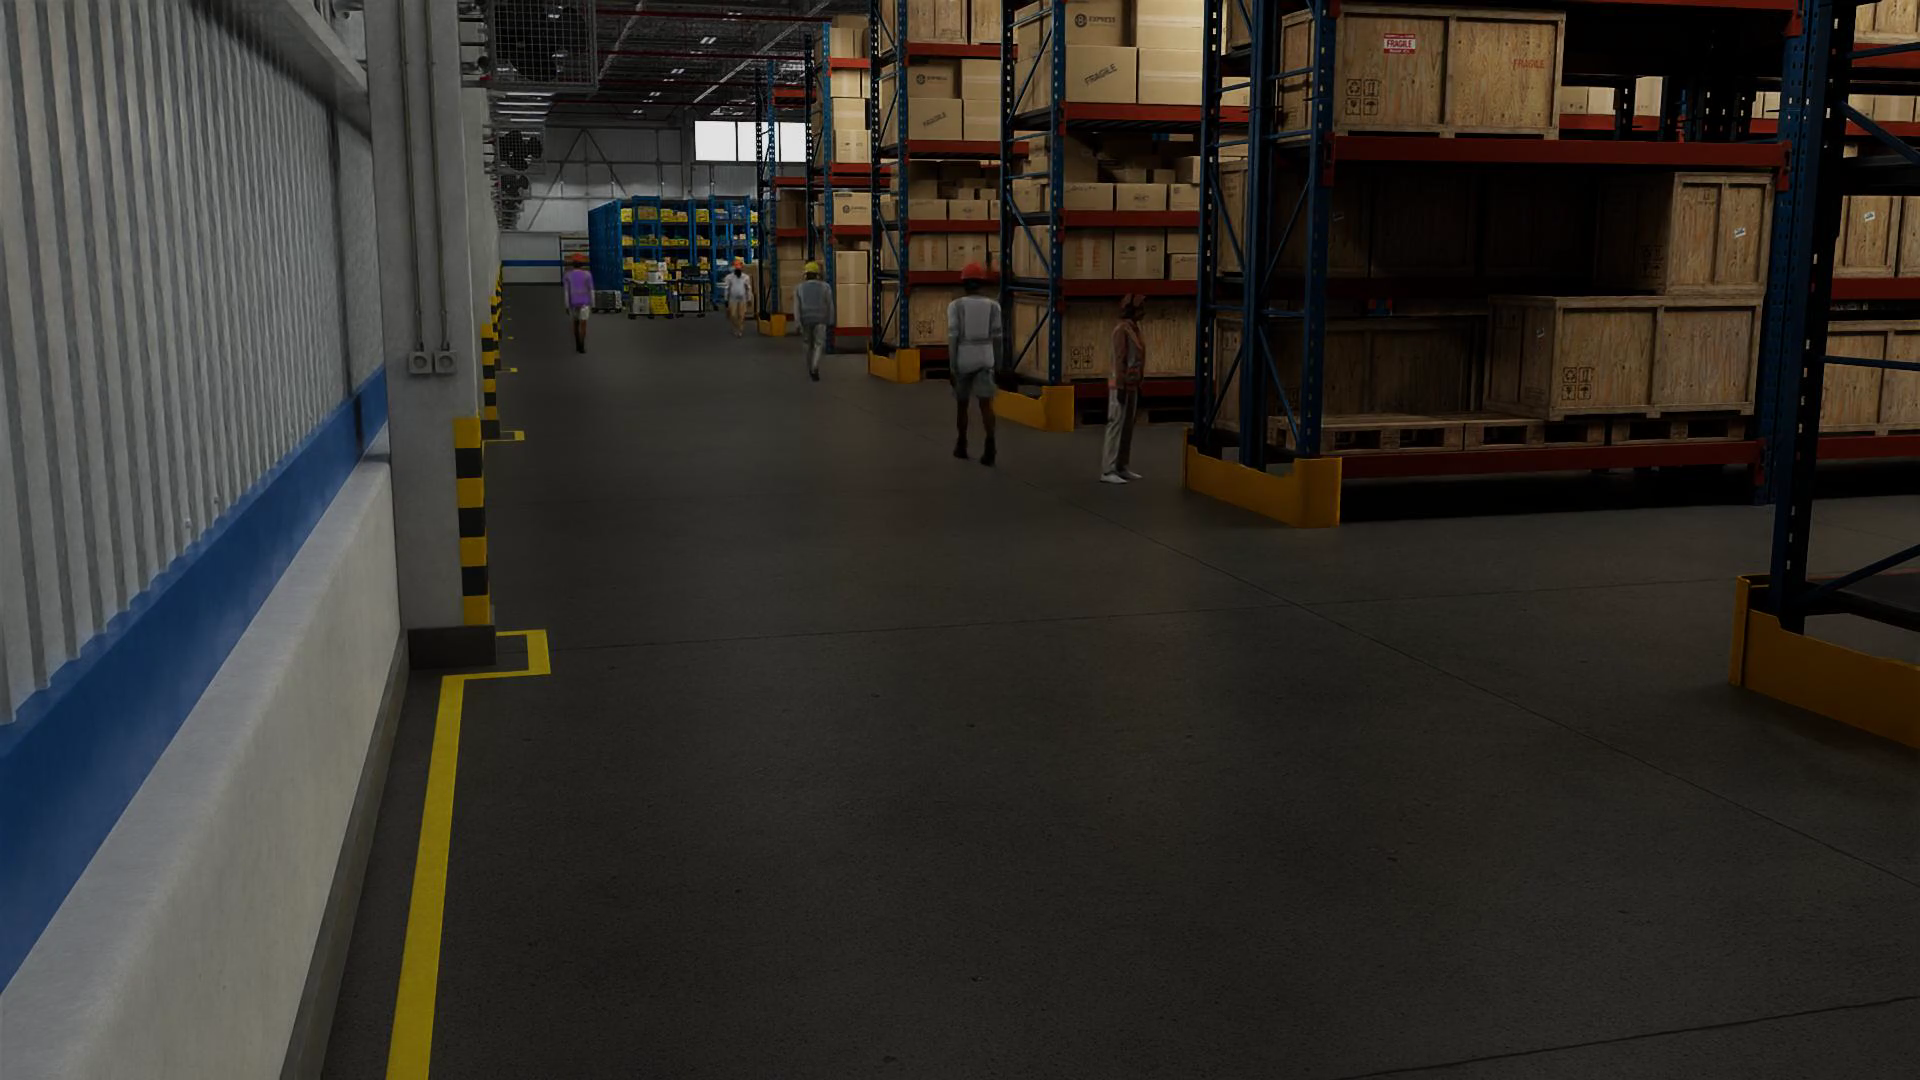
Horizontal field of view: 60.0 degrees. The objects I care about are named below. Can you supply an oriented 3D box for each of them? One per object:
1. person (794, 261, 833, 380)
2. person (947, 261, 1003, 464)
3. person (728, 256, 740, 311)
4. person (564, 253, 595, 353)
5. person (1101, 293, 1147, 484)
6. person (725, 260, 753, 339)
[{"bbox_3d":[-2.231,-3.337,25.332,0.586,1.809,0.835,1,10,4],"label":"person"},{"bbox_3d":[0.155,-1.663,15.587,0.558,1.900,0.965,-3,10,-15],"label":"person"},{"bbox_3d":[-6.473,-7.329,48.128,0.485,1.734,0.348,5,11,25],"label":"person"},{"bbox_3d":[-7.299,-4.539,31.847,0.549,1.910,0.858,-1,10,-6],"label":"person"},{"bbox_3d":[1.434,-1.297,14.281,0.323,1.628,0.529,5,11,26],"label":"person"},{"bbox_3d":[-4.845,-5.278,36.508,0.596,1.719,0.778,-3,10,-15],"label":"person"}]
